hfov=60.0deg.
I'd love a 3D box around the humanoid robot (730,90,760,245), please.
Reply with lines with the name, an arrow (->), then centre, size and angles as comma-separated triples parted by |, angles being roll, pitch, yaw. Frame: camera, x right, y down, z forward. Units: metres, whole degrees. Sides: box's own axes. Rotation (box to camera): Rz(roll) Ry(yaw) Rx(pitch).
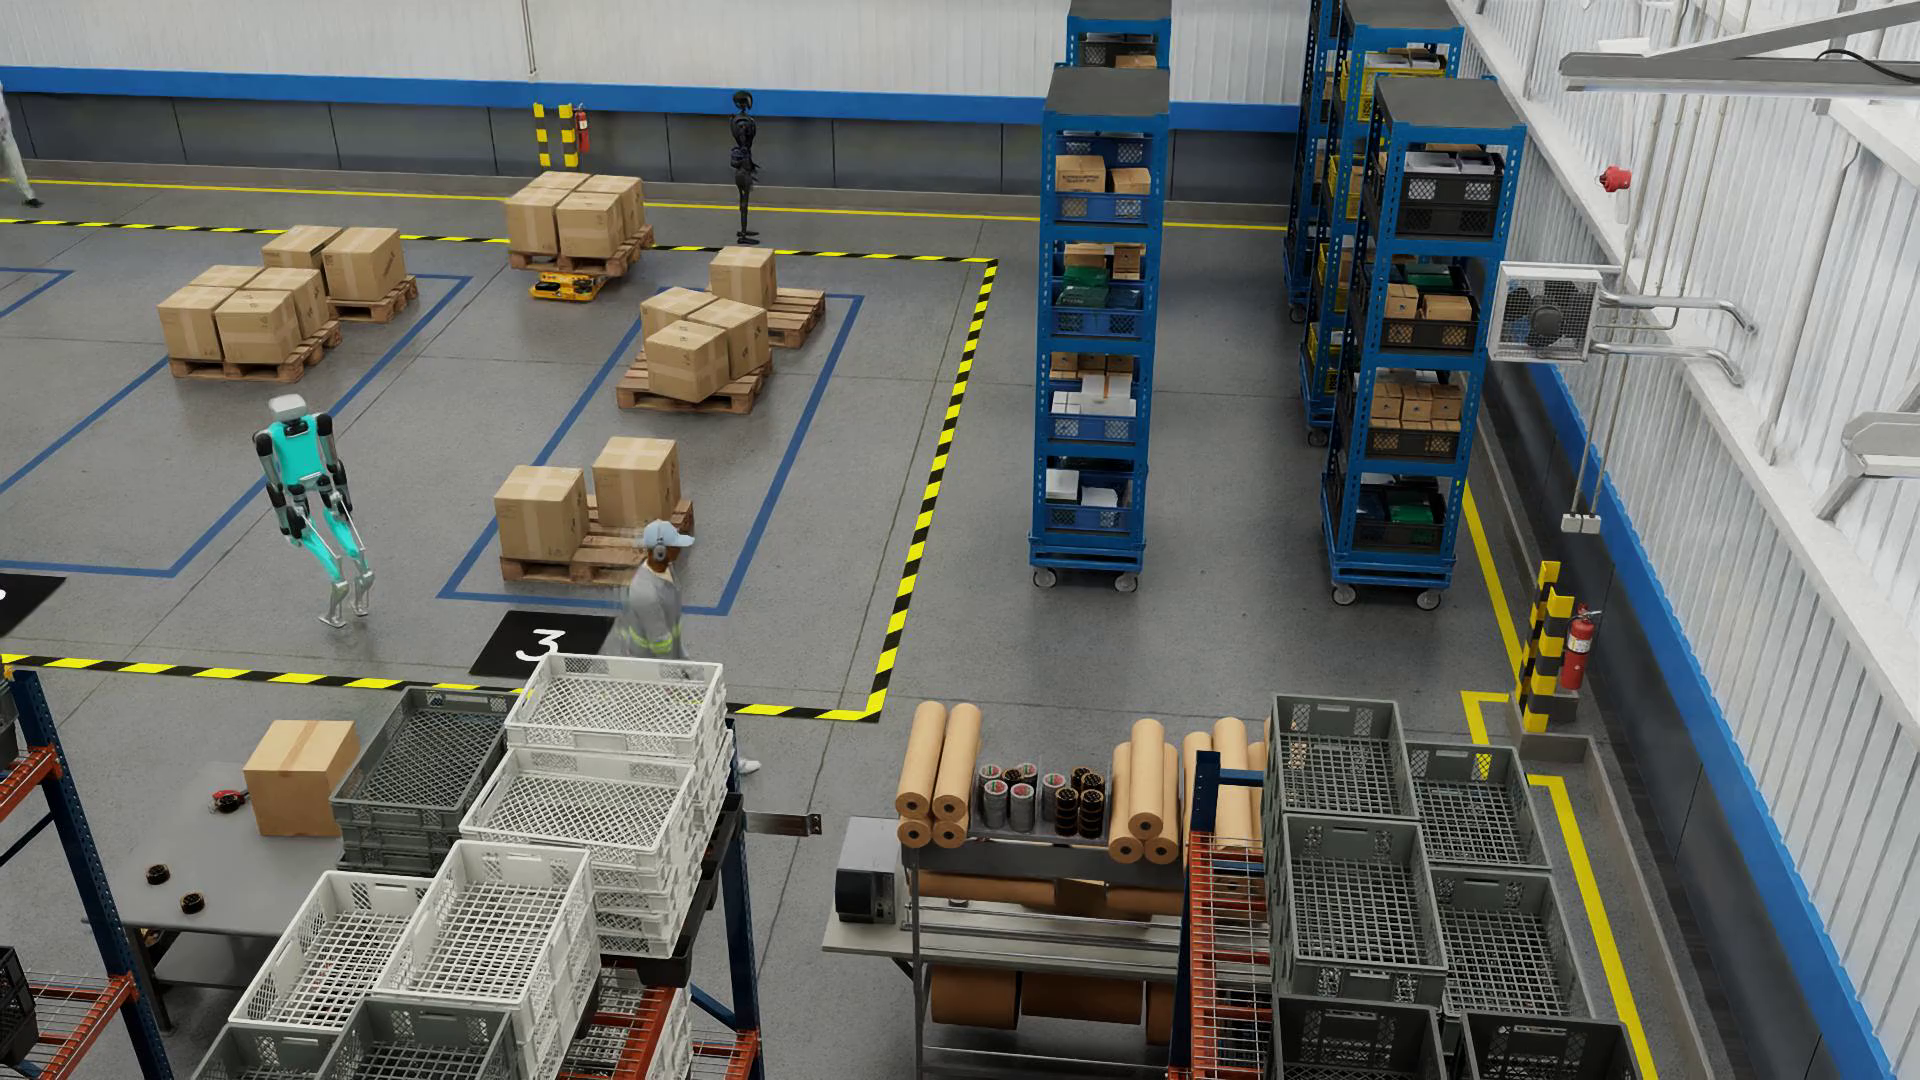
humanoid robot -> -2.366, -4.124, 18.341 | 0.315, 1.658, 0.599 | -2, 30, -3

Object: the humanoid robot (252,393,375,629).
humanoid robot -> -4.312, -0.139, 11.319 | 0.533, 1.677, 0.735 | -26, 39, -37

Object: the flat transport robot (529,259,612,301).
flat transport robot -> -3.980, -2.906, 17.637 | 0.652, 0.197, 1.431 | 5, 31, 9

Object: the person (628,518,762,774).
person -> -1.777, 0.684, 9.982 | 1.020, 1.792, 0.592 | 6, 31, 9

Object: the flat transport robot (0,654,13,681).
flat transport robot -> -7.142, 0.969, 11.010 | 1.431, 0.231, 0.659 | 3, 30, 6

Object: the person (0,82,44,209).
person -> -11.312, -4.754, 19.339 | 0.927, 1.786, 0.614 | 12, 32, 20
